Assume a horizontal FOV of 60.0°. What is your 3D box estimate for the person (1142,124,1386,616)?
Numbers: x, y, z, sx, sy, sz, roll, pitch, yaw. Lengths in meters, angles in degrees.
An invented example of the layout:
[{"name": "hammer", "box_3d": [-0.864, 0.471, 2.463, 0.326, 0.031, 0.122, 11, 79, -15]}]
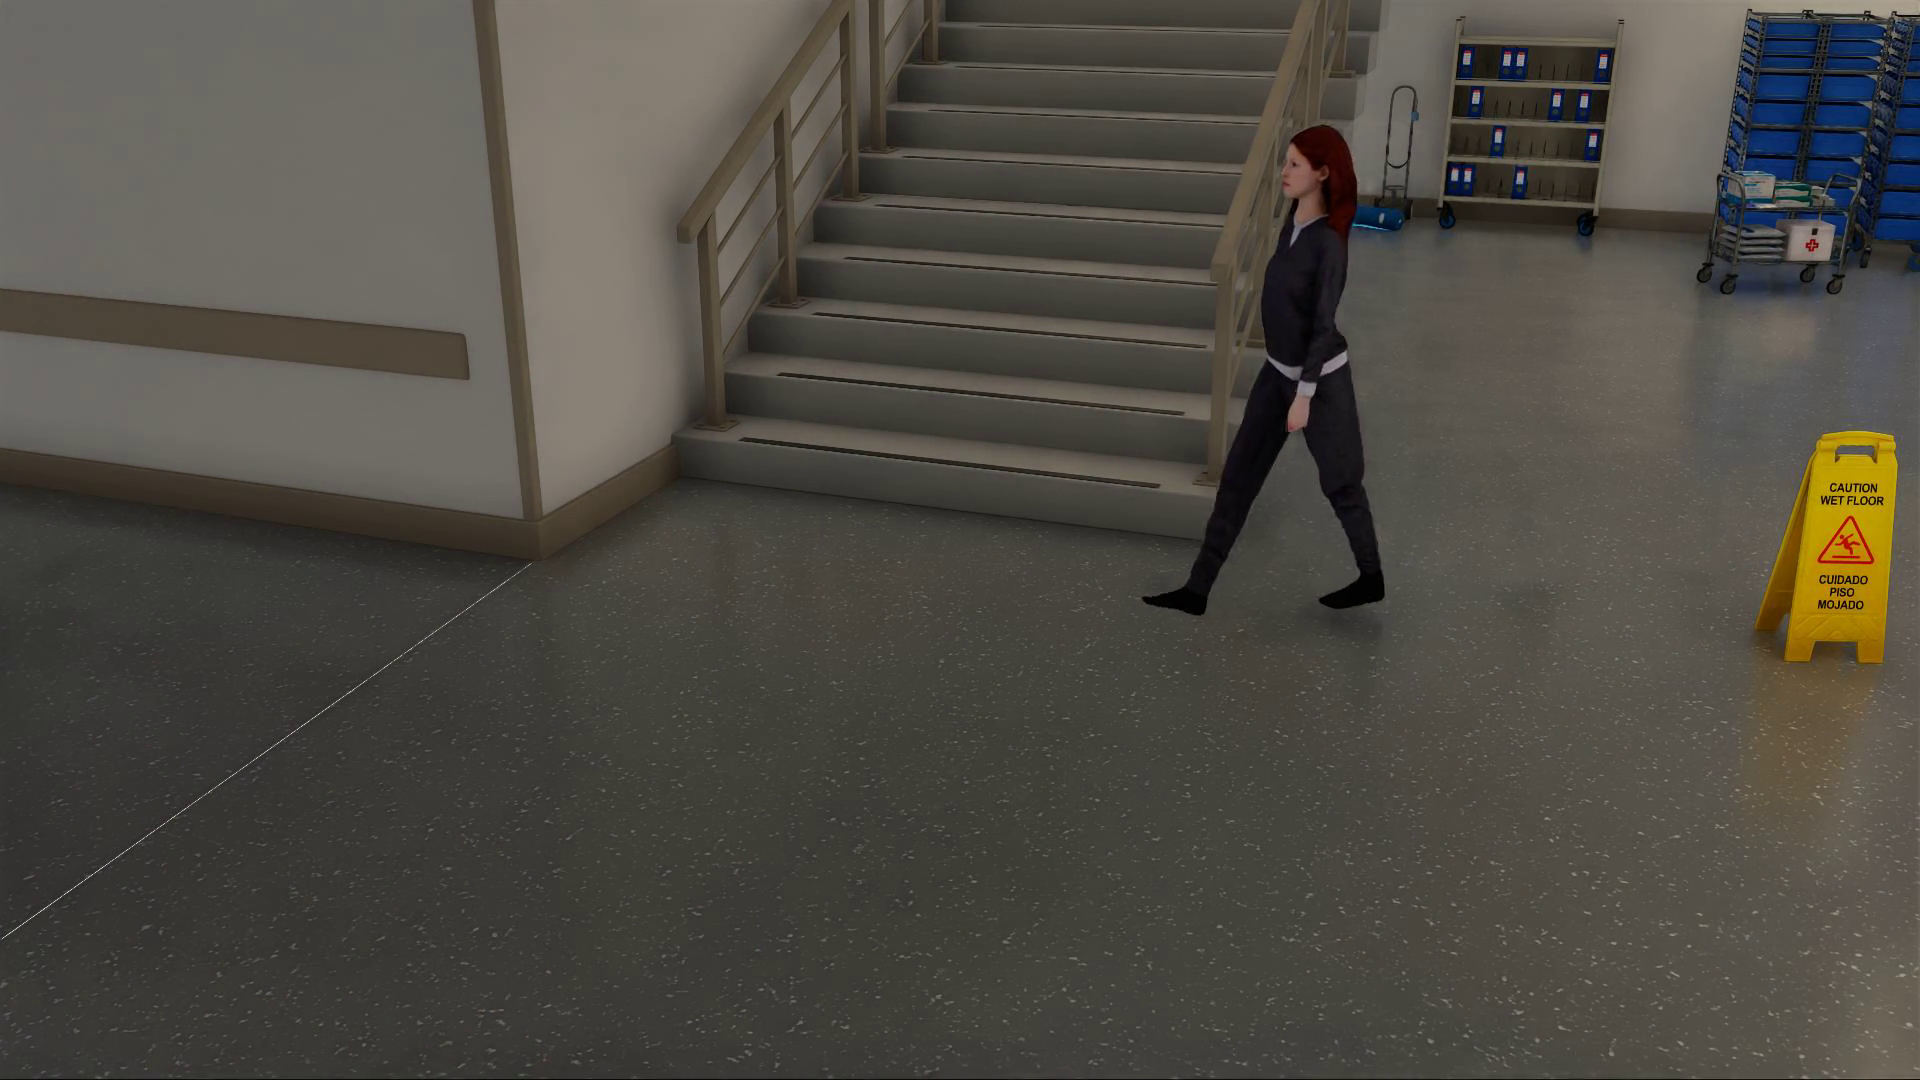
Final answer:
[{"name": "person", "box_3d": [1.269, -0.500, 5.769, 1.088, 1.715, 1.156, -5, 21, -13]}]
